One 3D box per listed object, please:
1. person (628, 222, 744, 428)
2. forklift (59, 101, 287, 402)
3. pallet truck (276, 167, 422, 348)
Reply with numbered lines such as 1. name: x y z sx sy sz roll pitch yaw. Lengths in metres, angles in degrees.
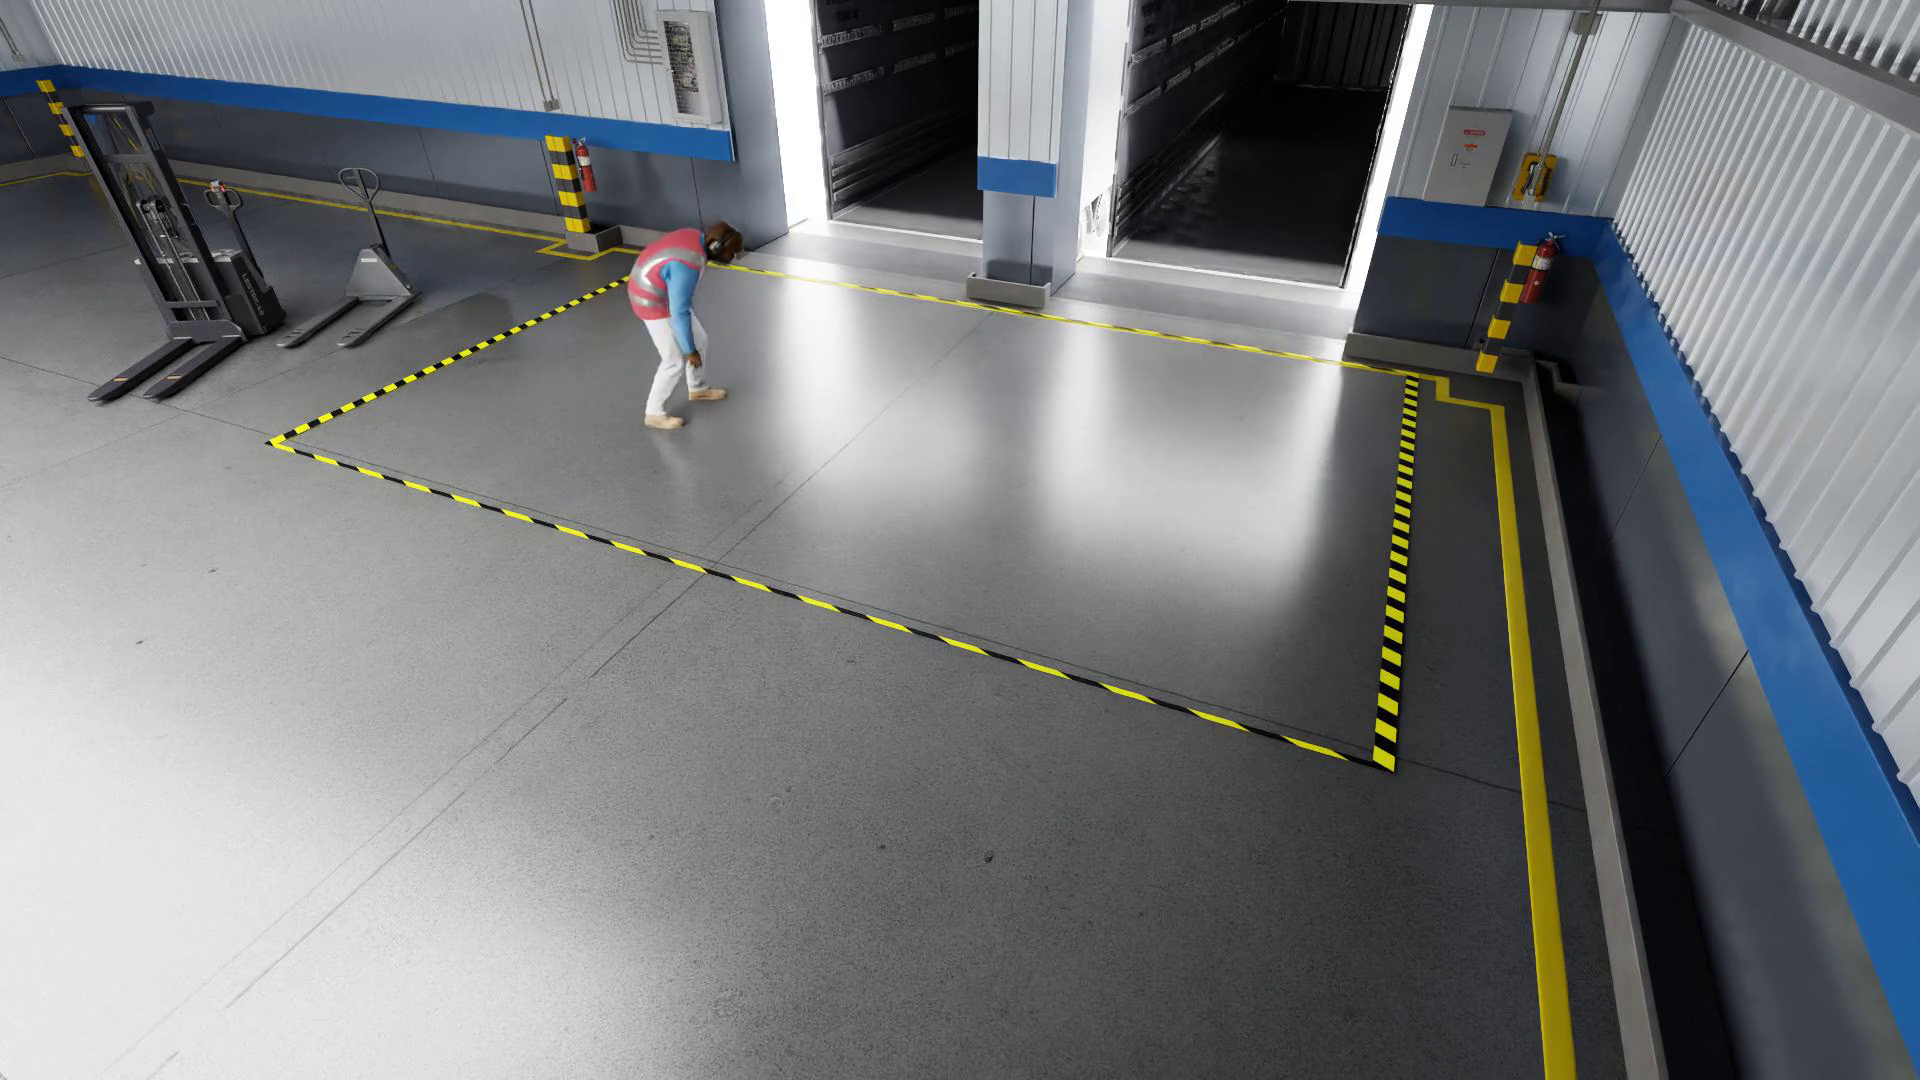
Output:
1. person: -1.978 -1.599 6.783 0.905 1.465 0.793 -4 35 -5
2. forklift: -6.686 -2.387 7.434 0.823 1.965 1.885 -3 35 -5
3. pallet truck: -5.732 -2.611 8.414 0.680 1.201 1.601 -1 35 -1
